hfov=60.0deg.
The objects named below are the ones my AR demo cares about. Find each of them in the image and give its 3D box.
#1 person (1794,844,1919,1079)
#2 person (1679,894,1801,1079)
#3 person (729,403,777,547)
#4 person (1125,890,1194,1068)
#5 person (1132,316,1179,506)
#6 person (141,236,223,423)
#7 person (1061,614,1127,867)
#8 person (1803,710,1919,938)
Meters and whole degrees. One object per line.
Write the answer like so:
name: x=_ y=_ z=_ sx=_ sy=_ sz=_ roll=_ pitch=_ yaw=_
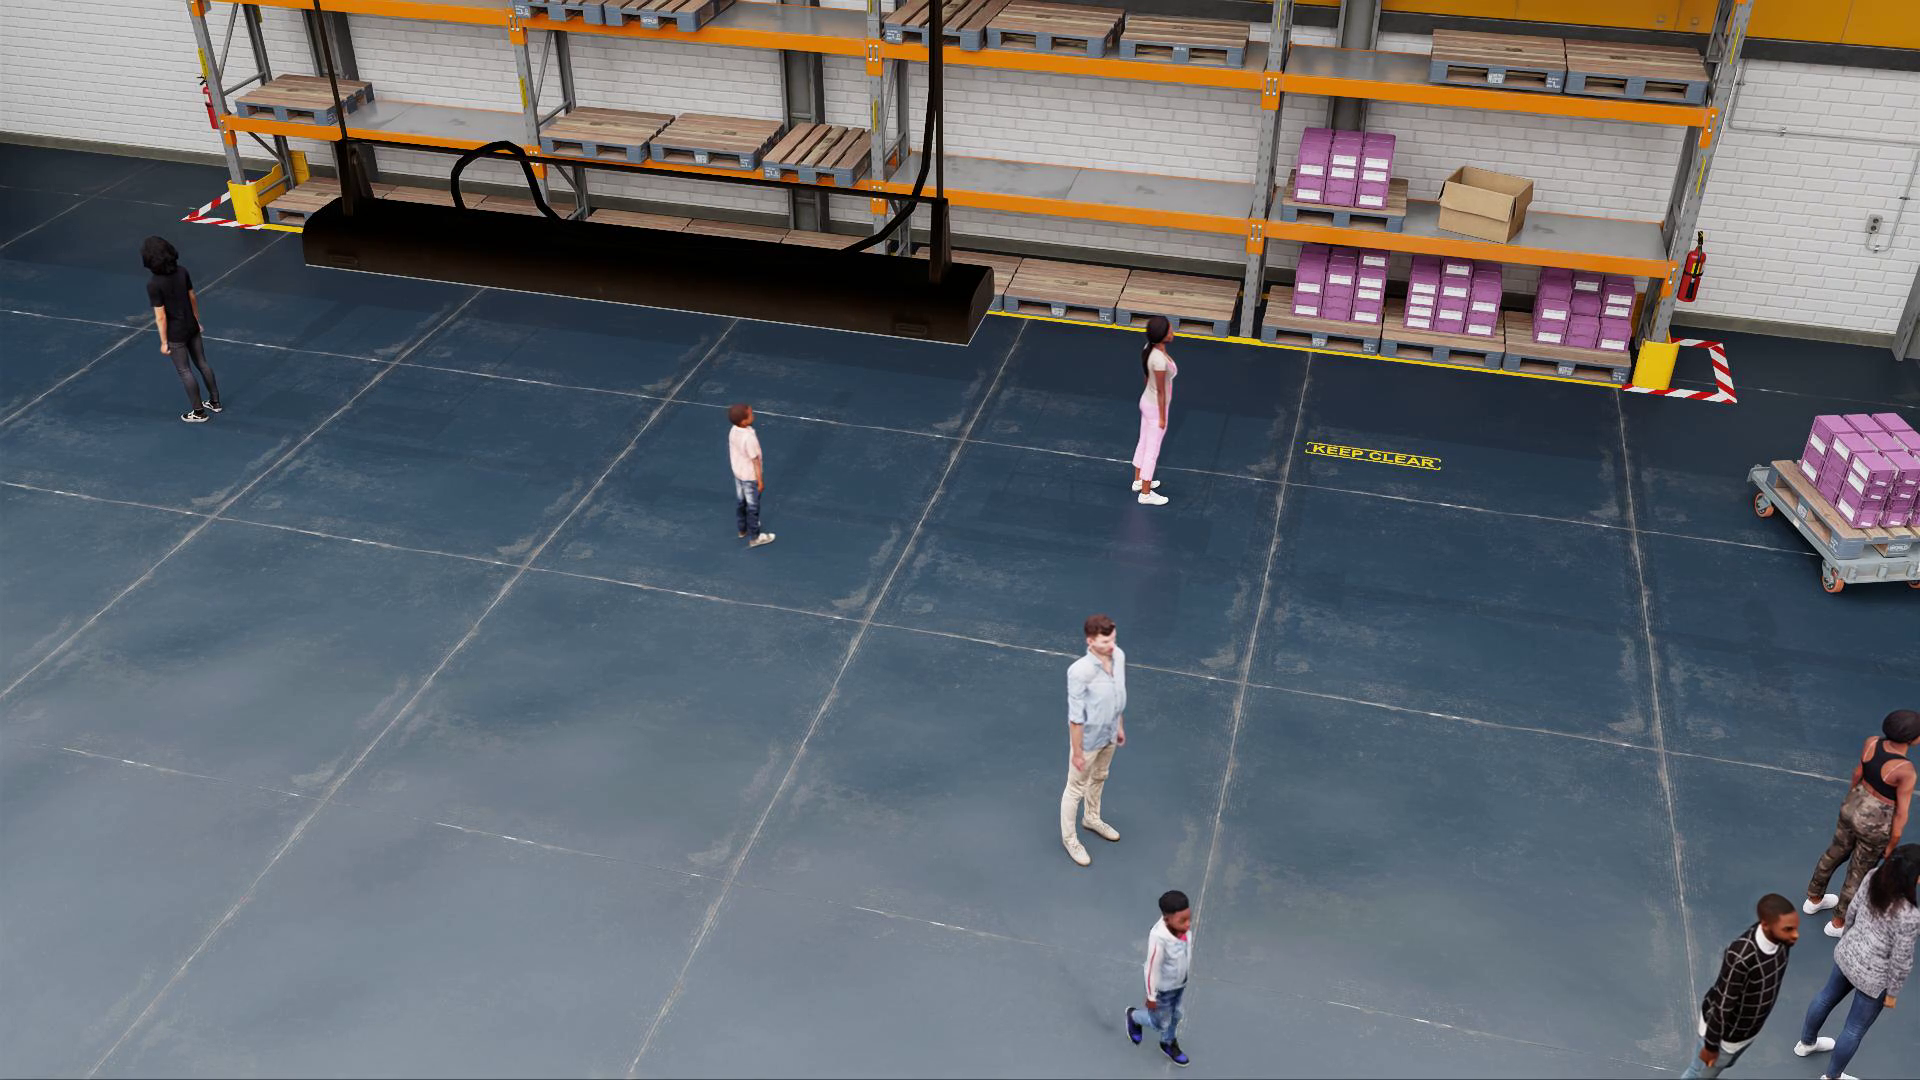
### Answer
person: x=5.000 y=2.331 z=9.169 sx=0.656 sy=1.733 sz=0.679 roll=-5 pitch=34 yaw=-7
person: x=4.075 y=2.530 z=8.791 sx=0.738 sy=1.820 sz=0.772 roll=-22 pitch=40 yaw=-30
person: x=-1.787 y=-0.567 z=13.913 sx=0.643 sy=1.307 sz=0.561 roll=-24 pitch=40 yaw=-31
person: x=1.137 y=2.445 z=9.429 sx=0.661 sy=1.255 sz=0.749 roll=-26 pitch=41 yaw=-33
person: x=1.678 y=-1.140 z=14.382 sx=0.638 sy=1.741 sz=0.653 roll=-5 pitch=34 yaw=-7
person: x=-7.296 y=-1.981 z=15.563 sx=0.574 sy=1.835 sz=0.671 roll=14 pitch=36 yaw=19
person: x=0.860 y=1.242 z=10.705 sx=0.731 sy=1.847 sz=0.734 roll=29 pitch=43 yaw=36
person: x=5.531 y=1.708 z=10.135 sx=0.673 sy=1.700 sz=0.661 roll=-7 pitch=34 yaw=-11
